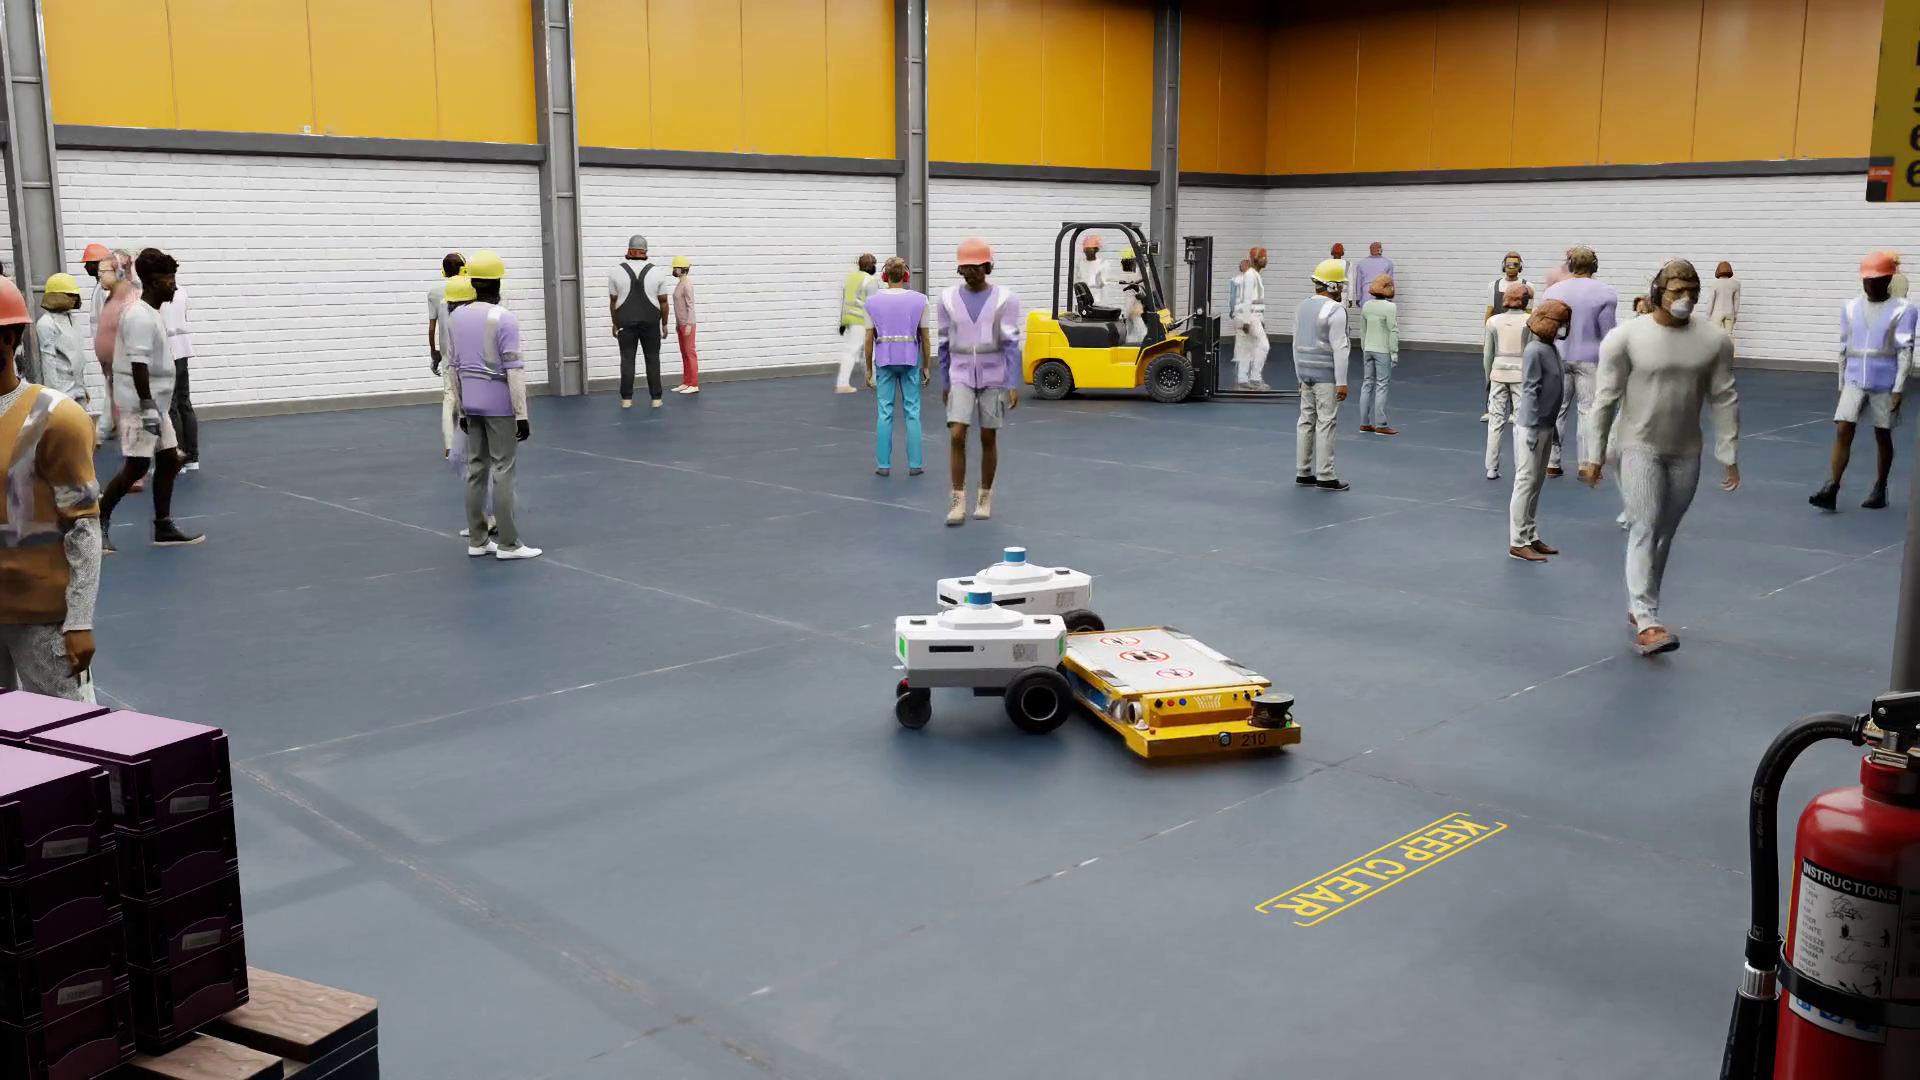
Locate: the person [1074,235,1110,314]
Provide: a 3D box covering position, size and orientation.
[{"bbox_3d":[1.959,-3.643,25.503,0.618,1.998,1.013,6,12,29],"label":"person"}]

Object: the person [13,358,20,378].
[{"bbox_3d":[-4.677,-0.322,7.868,0.572,1.831,0.637,-2,11,-9],"label":"person"}]

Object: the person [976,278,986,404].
[{"bbox_3d":[0.175,-2.496,20.091,0.317,1.696,0.540,-1,10,-5],"label":"person"}]

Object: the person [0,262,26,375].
[{"bbox_3d":[-8.962,-1.742,15.633,0.910,1.839,0.534,-1,10,-3],"label":"person"}]

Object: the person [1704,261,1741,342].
[{"bbox_3d":[11.450,-3.365,25.003,0.499,1.633,0.281,-1,10,-3],"label":"person"}]

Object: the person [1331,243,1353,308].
[{"bbox_3d":[6.547,-4.216,28.960,0.583,1.882,0.337,1,10,6],"label":"person"}]

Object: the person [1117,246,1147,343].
[{"bbox_3d":[2.496,-3.212,23.542,0.974,1.876,0.590,0,10,2],"label":"person"}]

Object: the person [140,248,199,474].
[{"bbox_3d":[-6.753,-1.520,14.172,0.396,1.917,0.590,1,10,5],"label":"person"}]

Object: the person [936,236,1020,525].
[{"bbox_3d":[0.115,-1.099,11.615,0.616,2.008,0.817,1,10,8],"label":"person"}]

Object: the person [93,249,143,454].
[{"bbox_3d":[-7.791,-1.743,15.459,1.026,1.881,0.657,-3,11,-18],"label":"person"}]

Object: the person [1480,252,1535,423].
[{"bbox_3d":[5.911,-2.180,17.966,0.506,1.847,0.345,6,12,30],"label":"person"}]

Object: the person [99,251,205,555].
[{"bbox_3d":[-5.332,-0.881,10.675,0.708,1.933,0.628,-3,11,-16],"label":"person"}]

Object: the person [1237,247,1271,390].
[{"bbox_3d":[3.898,-2.867,21.641,0.594,1.865,0.612,3,11,14],"label":"person"}]

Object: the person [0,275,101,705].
[{"bbox_3d":[-2.745,0.186,4.806,0.543,1.939,0.361,2,11,13],"label":"person"}]

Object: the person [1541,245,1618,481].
[{"bbox_3d":[5.112,-1.458,13.773,0.630,1.940,0.372,9,13,39],"label":"person"}]

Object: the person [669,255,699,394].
[{"bbox_3d":[-3.552,-2.765,21.366,0.323,1.769,0.523,-5,11,-24],"label":"person"}]

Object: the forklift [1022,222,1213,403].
[{"bbox_3d":[1.935,-2.847,20.651,2.313,2.155,1.214,2,11,13],"label":"forklift"}]

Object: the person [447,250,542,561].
[{"bbox_3d":[-2.920,-0.832,10.377,0.594,1.929,0.352,6,12,31],"label":"person"}]

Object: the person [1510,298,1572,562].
[{"bbox_3d":[3.642,-0.692,10.427,0.278,1.633,0.499,7,12,33],"label":"person"}]

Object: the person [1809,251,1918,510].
[{"bbox_3d":[6.613,-1.140,12.142,0.950,1.892,0.568,-8,13,-38],"label":"person"}]

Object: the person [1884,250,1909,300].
[{"bbox_3d":[11.992,-2.838,21.588,0.601,1.830,0.403,-5,12,-26],"label":"person"}]

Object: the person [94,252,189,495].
[{"bbox_3d":[-6.507,-1.312,13.099,0.588,1.899,0.661,-8,13,-37],"label":"person"}]

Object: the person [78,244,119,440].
[{"bbox_3d":[-8.478,-1.960,16.511,0.362,1.935,0.553,-7,12,-33],"label":"person"}]

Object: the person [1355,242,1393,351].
[{"bbox_3d":[7.230,-4.238,29.031,0.643,1.905,0.399,4,11,19],"label":"person"}]

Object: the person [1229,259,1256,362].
[{"bbox_3d":[4.546,-3.647,26.529,0.511,1.640,0.308,-2,11,-8],"label":"person"}]

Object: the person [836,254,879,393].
[{"bbox_3d":[-1.239,-2.804,21.588,1.008,1.771,0.639,-7,13,-35],"label":"person"}]

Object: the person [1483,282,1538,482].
[{"bbox_3d":[4.553,-1.294,13.697,0.514,1.639,0.310,9,14,41],"label":"person"}]

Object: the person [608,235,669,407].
[{"bbox_3d":[-3.786,-2.587,19.651,0.684,2.000,0.535,-2,11,-10],"label":"person"}]

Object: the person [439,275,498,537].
[{"bbox_3d":[-3.245,-0.871,11.045,0.364,1.750,0.541,-2,11,-11],"label":"person"}]

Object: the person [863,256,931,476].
[{"bbox_3d":[-0.528,-1.448,13.964,0.566,1.849,0.389,-1,10,-4],"label":"person"}]

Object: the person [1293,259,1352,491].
[{"bbox_3d":[2.895,-1.305,13.229,0.404,1.829,0.600,-5,11,-24],"label":"person"}]

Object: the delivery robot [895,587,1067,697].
[{"bbox_3d":[0.082,0.442,6.935,0.707,0.478,0.477,0,10,-2],"label":"delivery robot"}]

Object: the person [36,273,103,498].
[{"bbox_3d":[-6.743,-1.143,12.592,0.324,1.740,0.492,0,10,0],"label":"person"}]

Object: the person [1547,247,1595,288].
[{"bbox_3d":[8.493,-3.113,23.059,0.642,1.846,1.027,-1,10,-4],"label":"person"}]

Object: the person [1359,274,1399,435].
[{"bbox_3d":[4.282,-1.891,16.968,0.279,1.633,0.500,-6,12,-28],"label":"person"}]

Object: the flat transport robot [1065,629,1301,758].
[{"bbox_3d":[0.822,0.605,7.077,0.652,0.197,1.431,-3,11,-16],"label":"flat transport robot"}]

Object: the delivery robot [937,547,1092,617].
[{"bbox_3d":[0.254,0.278,7.827,0.707,0.478,0.477,-5,12,-27],"label":"delivery robot"}]

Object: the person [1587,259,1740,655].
[{"bbox_3d":[3.454,-0.392,8.065,0.660,1.900,0.895,-1,10,-3],"label":"person"}]

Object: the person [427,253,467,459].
[{"bbox_3d":[-4.543,-1.659,15.073,0.533,1.864,0.310,0,10,2],"label":"person"}]

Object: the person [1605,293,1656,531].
[{"bbox_3d":[4.668,-0.868,11.380,0.371,1.626,0.537,-4,11,-22],"label":"person"}]
